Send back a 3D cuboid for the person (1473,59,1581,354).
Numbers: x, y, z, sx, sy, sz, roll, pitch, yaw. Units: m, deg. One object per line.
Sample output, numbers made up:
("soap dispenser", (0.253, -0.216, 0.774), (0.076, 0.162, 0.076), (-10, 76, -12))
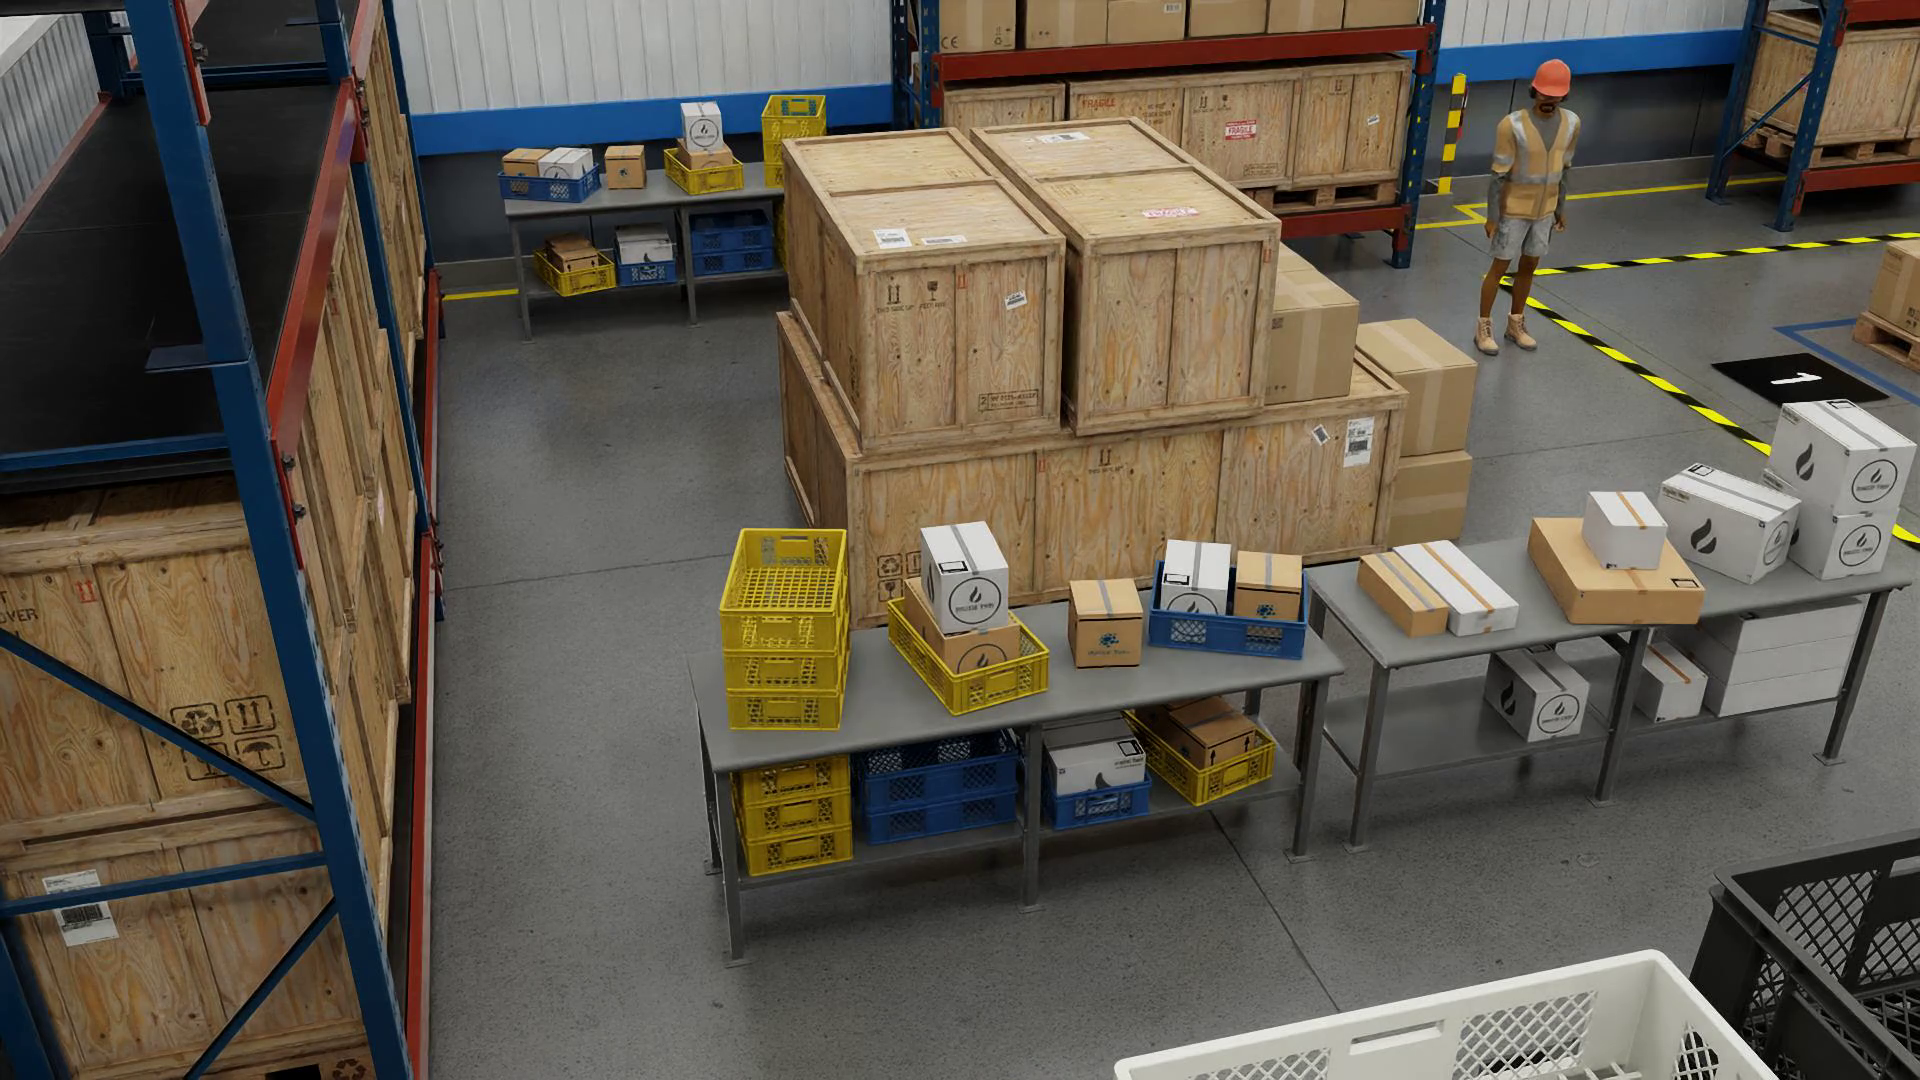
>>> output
("person", (3.899, -2.264, 11.391), (0.613, 2.039, 0.381), (-7, 30, -13))
